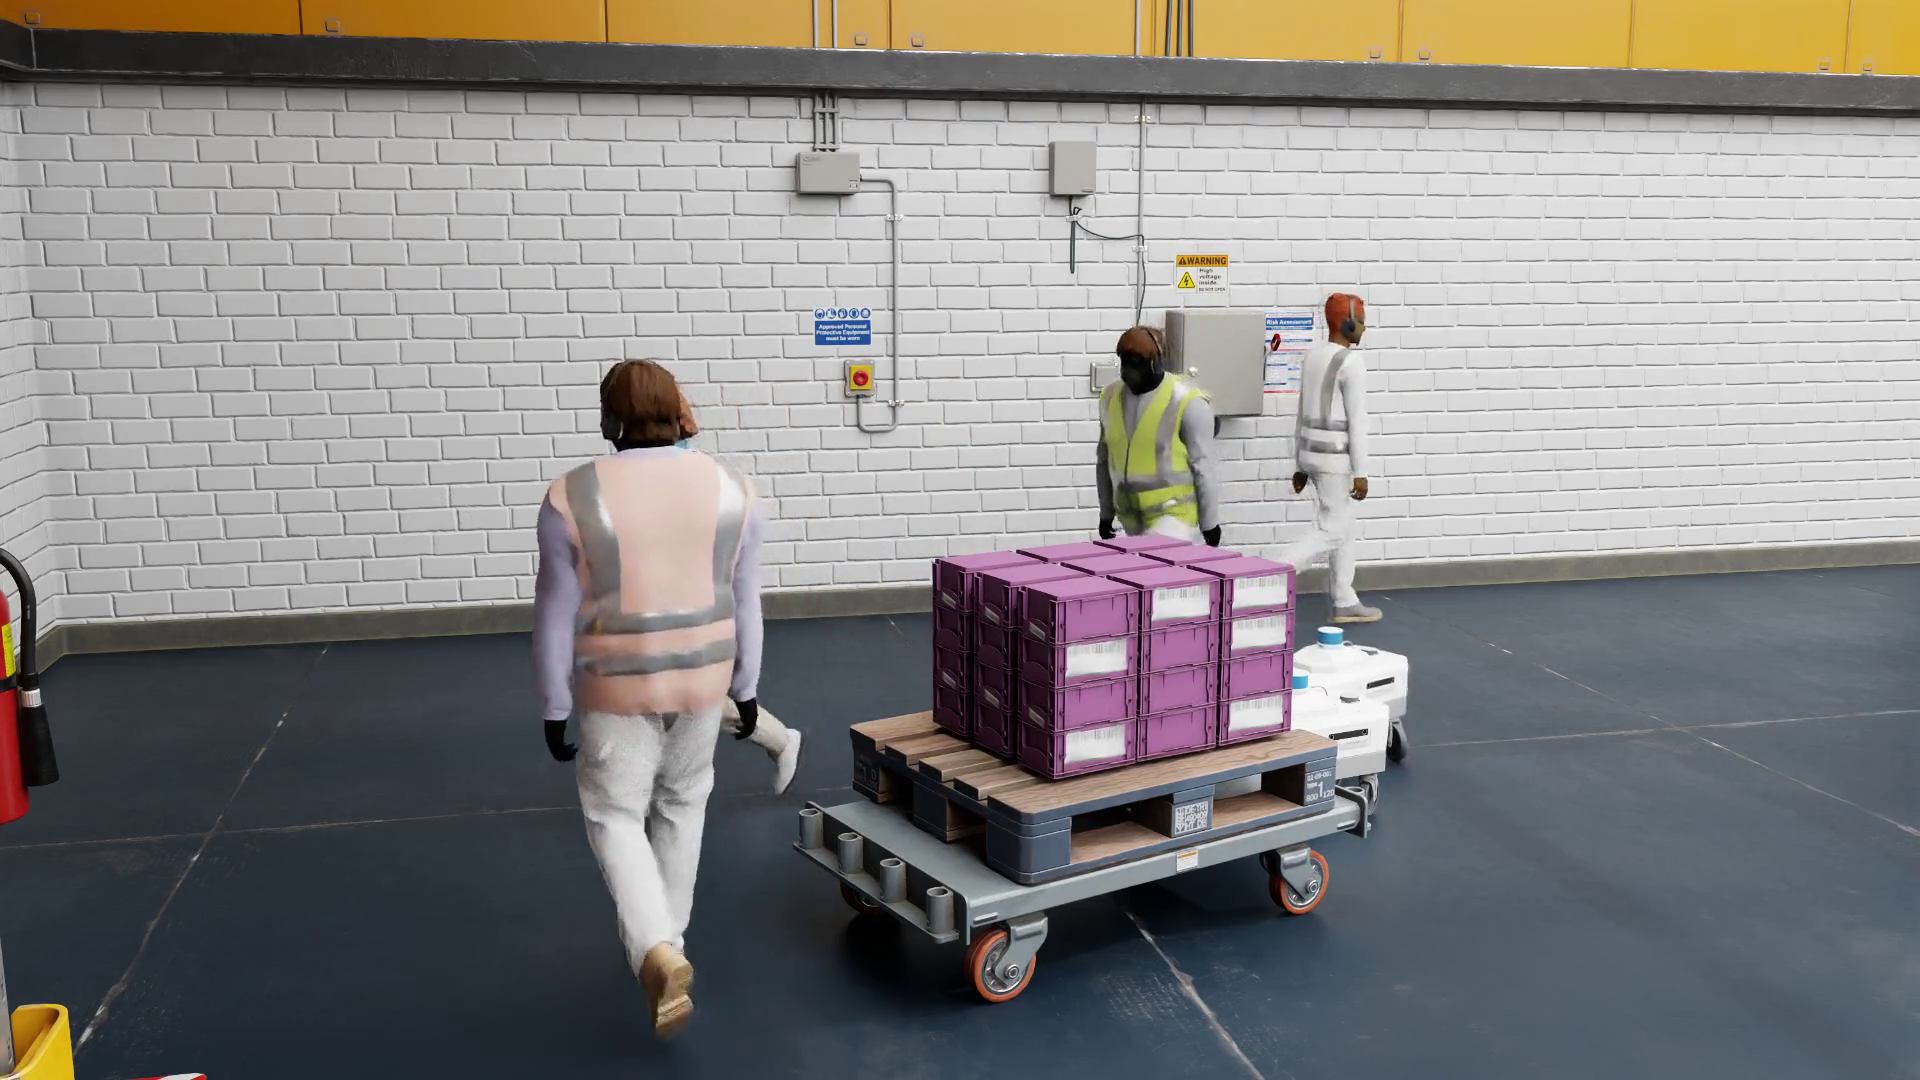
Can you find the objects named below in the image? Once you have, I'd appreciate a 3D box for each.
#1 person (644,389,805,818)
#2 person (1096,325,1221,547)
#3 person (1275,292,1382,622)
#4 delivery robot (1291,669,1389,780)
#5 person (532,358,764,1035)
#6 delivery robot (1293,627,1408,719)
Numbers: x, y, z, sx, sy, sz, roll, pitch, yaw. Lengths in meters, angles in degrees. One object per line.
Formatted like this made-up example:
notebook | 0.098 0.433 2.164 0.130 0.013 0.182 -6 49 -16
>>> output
person | -0.929 0.222 6.158 0.583 1.618 0.555 -5 11 -26
person | 0.969 -0.155 7.912 1.091 1.764 0.643 -9 14 -42
person | 1.958 -0.420 9.081 0.823 1.857 0.565 -2 10 -11
delivery robot | 1.225 0.717 6.117 0.707 0.478 0.477 -5 11 -26
person | -0.824 0.419 4.538 0.641 1.820 0.768 -5 11 -26
delivery robot | 1.501 0.597 6.779 0.707 0.478 0.477 -8 13 -38
